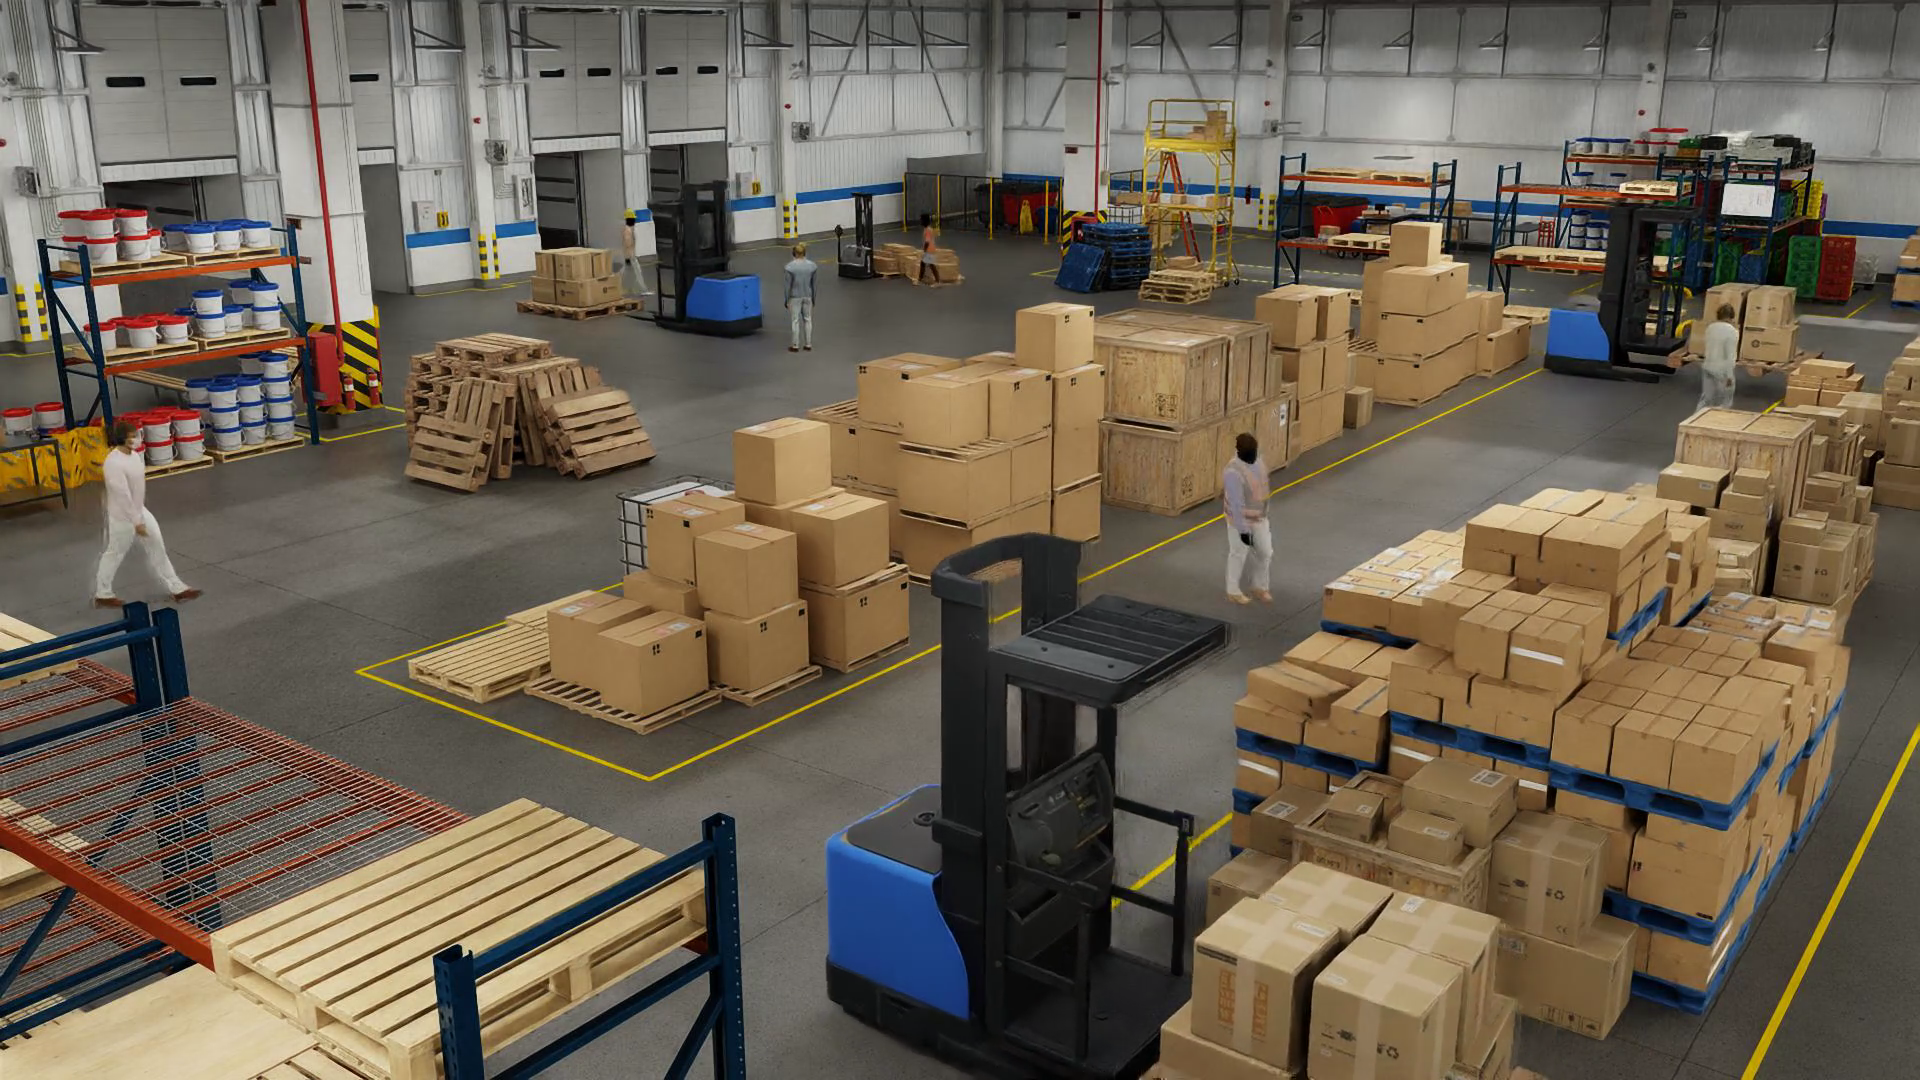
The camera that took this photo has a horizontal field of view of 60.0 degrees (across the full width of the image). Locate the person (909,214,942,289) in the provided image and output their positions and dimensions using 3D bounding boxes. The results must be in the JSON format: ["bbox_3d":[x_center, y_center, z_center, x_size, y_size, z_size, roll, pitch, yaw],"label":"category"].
[{"bbox_3d":[-0.798,-6.462,37.226,0.826,1.655,0.552,-1,17,-3],"label":"person"}]

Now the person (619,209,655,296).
[{"bbox_3d":[-7.196,-6.228,36.105,0.966,1.886,0.598,-5,17,-16],"label":"person"}]

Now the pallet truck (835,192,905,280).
[{"bbox_3d":[-1.936,-7.159,38.982,1.885,1.965,0.823,-12,21,-34],"label":"pallet truck"}]

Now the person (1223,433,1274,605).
[{"bbox_3d":[2.827,-0.185,16.253,0.710,1.797,0.552,-15,22,-40],"label":"person"}]

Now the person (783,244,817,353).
[{"bbox_3d":[-2.847,-4.308,29.666,0.636,1.931,0.377,-9,19,-28],"label":"person"}]

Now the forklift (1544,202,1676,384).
[{"bbox_3d":[10.854,-4.134,27.462,1.873,2.768,1.129,12,21,35],"label":"forklift"}]

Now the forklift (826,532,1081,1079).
[{"bbox_3d":[0.245,1.402,9.132,1.873,2.768,1.129,12,21,35],"label":"forklift"}]

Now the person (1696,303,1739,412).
[{"bbox_3d":[10.584,-2.337,23.182,0.724,1.897,0.662,-7,18,-21],"label":"person"}]

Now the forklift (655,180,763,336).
[{"bbox_3d":[-4.815,-5.419,31.717,1.873,2.768,1.129,12,21,35],"label":"forklift"}]

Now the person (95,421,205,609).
[{"bbox_3d":[-8.077,-0.230,16.244,1.040,1.889,0.631,-1,17,-4],"label":"person"}]
